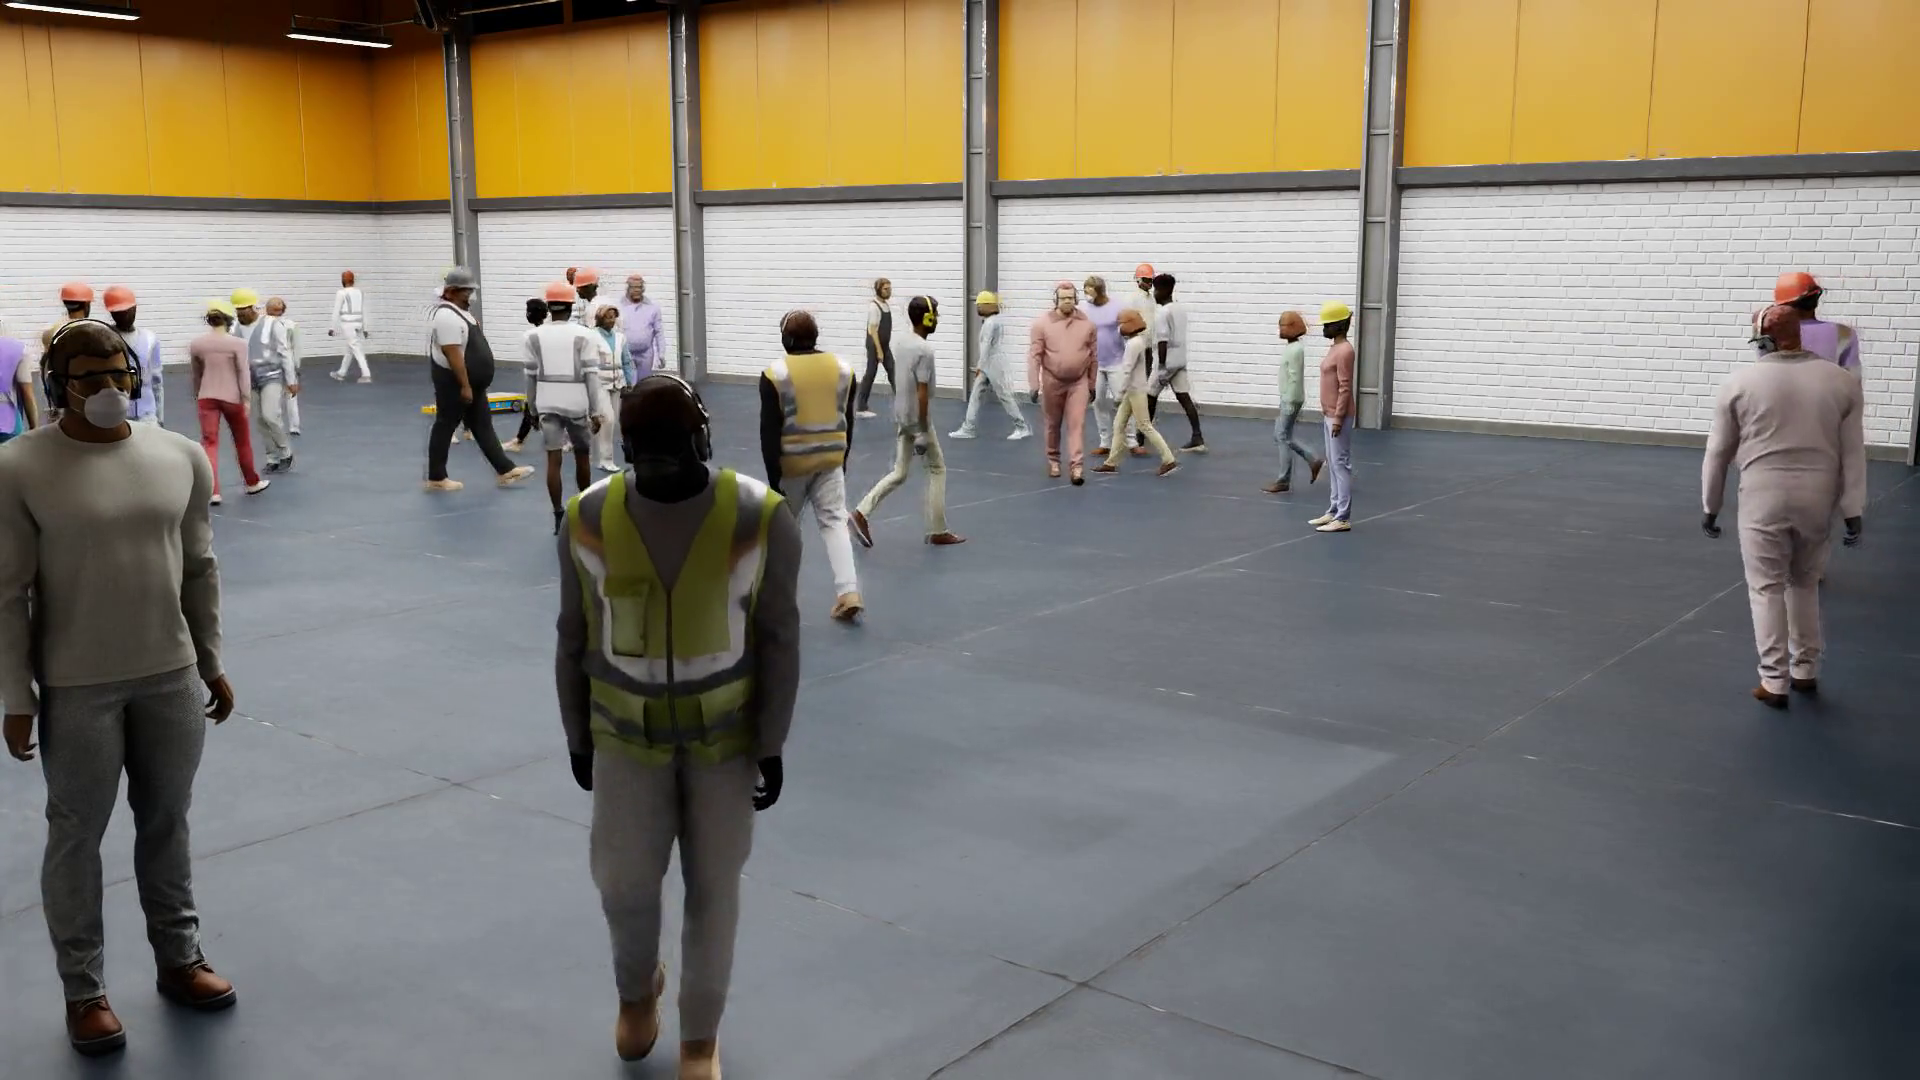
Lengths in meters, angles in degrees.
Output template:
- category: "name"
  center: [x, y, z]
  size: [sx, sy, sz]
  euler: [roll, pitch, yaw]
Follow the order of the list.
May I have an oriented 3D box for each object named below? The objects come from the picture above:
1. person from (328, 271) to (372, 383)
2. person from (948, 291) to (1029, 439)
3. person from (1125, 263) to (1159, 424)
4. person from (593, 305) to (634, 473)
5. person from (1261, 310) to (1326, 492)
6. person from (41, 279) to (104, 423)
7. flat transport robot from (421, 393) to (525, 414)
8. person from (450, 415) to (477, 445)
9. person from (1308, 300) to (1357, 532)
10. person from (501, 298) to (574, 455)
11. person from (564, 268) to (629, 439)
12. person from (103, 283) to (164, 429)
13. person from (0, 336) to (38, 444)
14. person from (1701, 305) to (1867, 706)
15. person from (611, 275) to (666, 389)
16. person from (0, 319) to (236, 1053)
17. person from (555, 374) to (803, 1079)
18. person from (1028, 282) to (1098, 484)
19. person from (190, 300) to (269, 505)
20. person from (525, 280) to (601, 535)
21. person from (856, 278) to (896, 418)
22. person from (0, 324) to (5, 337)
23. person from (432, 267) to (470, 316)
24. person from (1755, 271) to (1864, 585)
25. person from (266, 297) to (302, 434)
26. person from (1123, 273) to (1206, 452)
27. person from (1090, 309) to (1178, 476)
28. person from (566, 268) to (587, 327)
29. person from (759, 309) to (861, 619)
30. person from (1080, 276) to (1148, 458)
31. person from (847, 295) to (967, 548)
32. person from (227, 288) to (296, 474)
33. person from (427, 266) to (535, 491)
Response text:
- category: "person"
  center: [-10.094, -3.512, 27.463]
  size: [0.989, 1.832, 0.578]
  euler: [4, 10, 21]
- category: "person"
  center: [0.364, -1.989, 18.991]
  size: [0.912, 1.696, 0.501]
  euler: [-1, 10, -5]
- category: "person"
  center: [2.287, -2.453, 20.819]
  size: [0.381, 1.994, 0.619]
  euler: [8, 12, 37]
- category: "person"
  center: [-3.362, -1.457, 16.073]
  size: [0.524, 1.617, 0.545]
  euler: [7, 12, 36]
- category: "person"
  center: [2.959, -1.218, 14.700]
  size: [0.495, 1.618, 0.520]
  euler: [1, 10, 8]
- category: "person"
  center: [-7.037, -1.117, 13.273]
  size: [0.549, 1.919, 0.722]
  euler: [0, 10, 3]
- category: "flat transport robot"
  center: [-6.367, -1.821, 22.149]
  size: [0.652, 0.197, 1.431]
  euler: [8, 12, 37]
- category: "person"
  center: [-5.588, -1.917, 18.567]
  size: [0.317, 1.696, 0.539]
  euler: [8, 12, 37]
- category: "person"
  center: [2.857, -0.941, 12.704]
  size: [0.320, 1.763, 0.522]
  euler: [1, 10, 3]
- category: "person"
  center: [-4.439, -1.723, 17.566]
  size: [0.889, 1.643, 0.546]
  euler: [-1, 10, -7]
- category: "person"
  center: [-3.974, -2.034, 18.503]
  size: [1.126, 1.947, 0.612]
  euler: [-1, 10, -4]
- category: "person"
  center: [-6.275, -0.980, 12.520]
  size: [0.866, 1.907, 0.559]
  euler: [9, 13, 41]
- category: "person"
  center: [-6.494, -0.713, 11.160]
  size: [0.602, 1.826, 0.489]
  euler: [-4, 10, -20]
- category: "person"
  center: [3.871, -0.160, 7.838]
  size: [0.663, 1.868, 0.594]
  euler: [1, 10, 8]
- category: "person"
  center: [-3.774, -2.167, 19.519]
  size: [0.661, 1.860, 0.950]
  euler: [-4, 10, -22]
- category: "person"
  center: [-2.279, 0.379, 4.498]
  size: [0.367, 1.939, 0.634]
  euler: [8, 12, 37]
- category: "person"
  center: [-0.700, 0.497, 4.162]
  size: [0.625, 1.824, 0.449]
  euler: [-1, 10, -5]
- category: "person"
  center: [0.962, -1.461, 15.468]
  size: [0.665, 1.853, 1.022]
  euler: [-1, 10, -4]
- category: "person"
  center: [-6.277, -1.182, 14.205]
  size: [0.546, 1.708, 0.896]
  euler: [0, 10, -1]
- category: "person"
  center: [-3.021, -1.029, 12.775]
  size: [0.577, 1.904, 0.860]
  euler: [0, 10, -2]
- category: "person"
  center: [-0.934, -2.442, 21.321]
  size: [0.948, 1.797, 0.535]
  euler: [4, 11, 24]
- category: "person"
  center: [-9.844, -1.630, 16.681]
  size: [0.934, 1.786, 0.594]
  euler: [0, 10, 2]
- category: "person"
  center: [-8.436, -3.590, 27.719]
  size: [0.588, 1.904, 0.722]
  euler: [-7, 12, -35]
- category: "person"
  center: [5.473, -0.735, 10.805]
  size: [0.644, 1.995, 0.744]
  euler: [1, 10, 3]
- category: "person"
  center: [-7.872, -1.989, 19.234]
  size: [0.514, 1.614, 0.638]
  euler: [-3, 10, -16]
- category: "person"
  center: [2.224, -1.894, 17.825]
  size: [1.027, 1.911, 0.610]
  euler: [8, 12, 38]
- category: "person"
  center: [1.703, -1.403, 15.861]
  size: [0.830, 1.591, 0.495]
  euler: [1, 10, 7]
- category: "person"
  center: [-6.593, -3.705, 28.431]
  size: [0.351, 1.882, 0.581]
  euler: [8, 12, 37]
- category: "person"
  center: [-0.867, -0.445, 9.719]
  size: [0.626, 1.802, 0.951]
  euler: [-5, 11, -27]
- category: "person"
  center: [1.571, -1.784, 17.228]
  size: [0.765, 1.893, 0.472]
  euler: [6, 12, 32]
- category: "person"
  center: [-0.405, -0.841, 11.948]
  size: [0.863, 1.837, 0.517]
  euler: [-6, 12, -33]
- category: "person"
  center: [-6.703, -1.512, 15.913]
  size: [0.611, 1.799, 0.458]
  euler: [2, 10, 13]
- category: "person"
  center: [-4.330, -1.441, 14.796]
  size: [0.975, 2.000, 0.707]
  euler: [0, 10, -2]
